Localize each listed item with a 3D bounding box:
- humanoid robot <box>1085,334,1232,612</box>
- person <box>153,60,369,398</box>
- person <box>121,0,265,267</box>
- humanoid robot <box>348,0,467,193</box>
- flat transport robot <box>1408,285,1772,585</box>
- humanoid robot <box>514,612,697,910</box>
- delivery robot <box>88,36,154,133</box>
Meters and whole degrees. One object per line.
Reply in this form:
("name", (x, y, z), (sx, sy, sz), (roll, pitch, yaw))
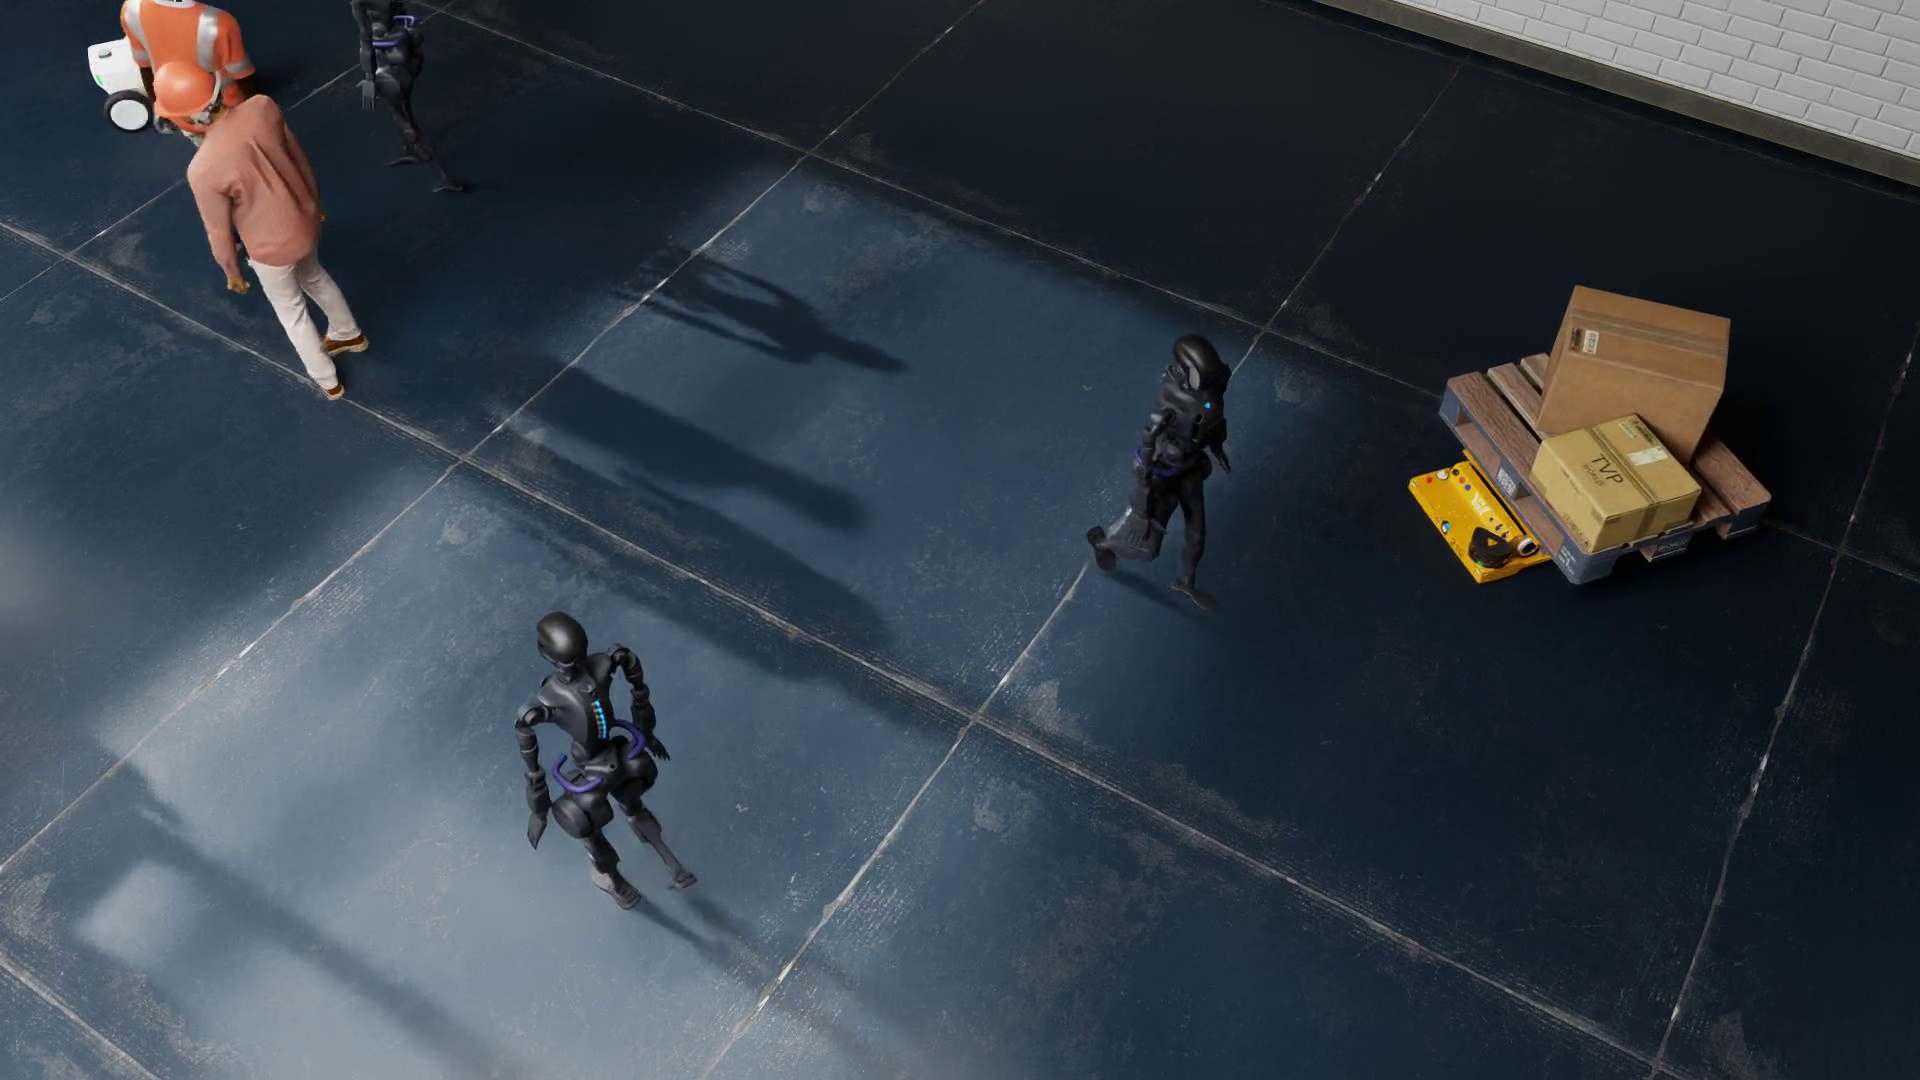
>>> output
("humanoid robot", (0.895, -0.324, 7.178), (0.629, 1.637, 0.611), (36, 58, 27))
("person", (-3.304, -1.467, 7.987), (0.452, 1.970, 0.654), (16, 51, 14))
("person", (-3.900, -2.265, 8.686), (0.646, 1.938, 0.431), (6, 49, 5))
("humanoid robot", (-3.194, -2.681, 9.252), (0.684, 1.634, 0.623), (6, 49, 5))
("flat transport robot", (2.972, -0.257, 8.040), (1.431, 0.231, 0.659), (-15, 51, -13))
("humanoid robot", (-1.293, 0.903, 6.098), (0.465, 1.644, 0.614), (34, 57, 26))
("delivery robot", (-4.895, -2.882, 10.133), (0.739, 0.577, 0.512), (-17, 51, -14))
